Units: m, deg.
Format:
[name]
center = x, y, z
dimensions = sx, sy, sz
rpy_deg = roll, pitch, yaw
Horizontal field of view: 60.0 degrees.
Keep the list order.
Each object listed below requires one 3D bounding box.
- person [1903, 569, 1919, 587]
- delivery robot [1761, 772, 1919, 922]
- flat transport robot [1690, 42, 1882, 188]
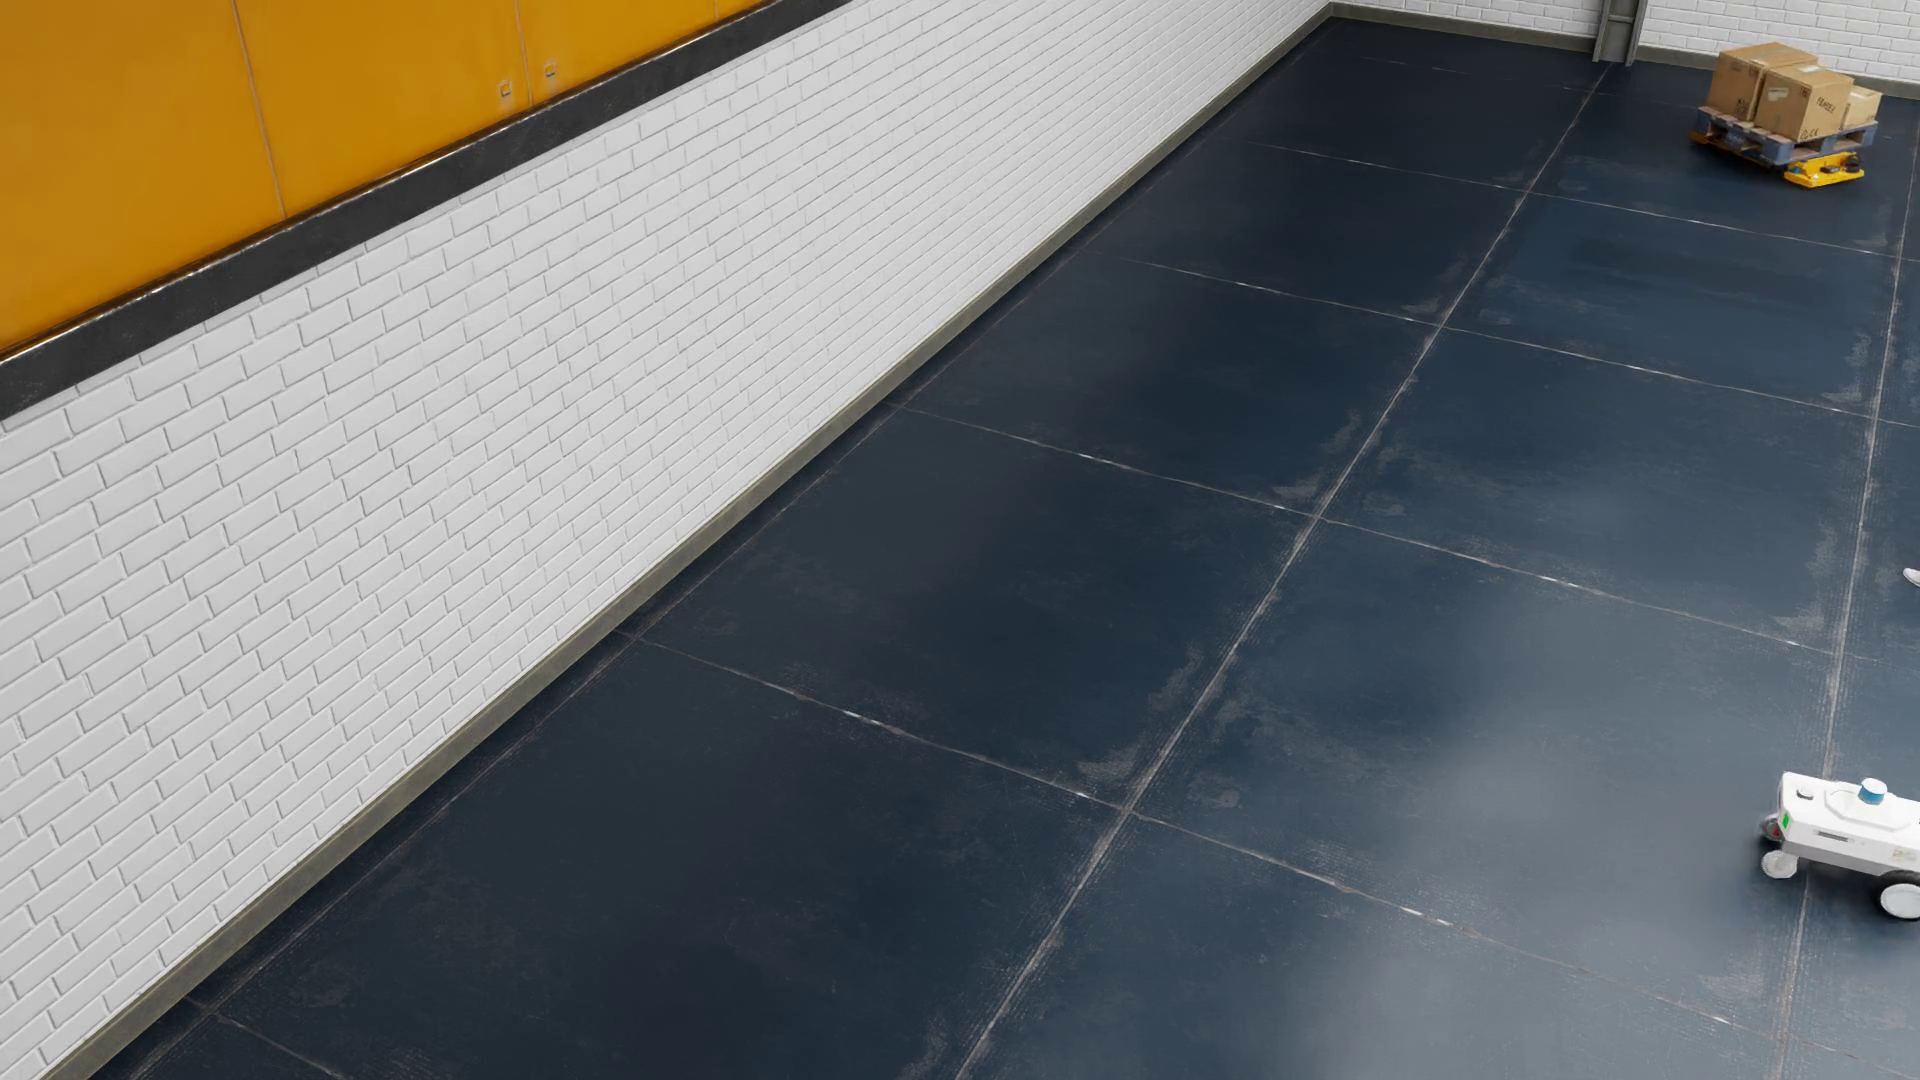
[person]
center = 5.780, -0.473, 9.360
dimensions = 0.488, 1.740, 0.318
rpy_deg = -5, 34, -7
[delivery robot]
center = 4.164, 1.370, 7.697
dimensions = 0.814, 0.611, 0.499
rpy_deg = 13, 36, 18
[flat transport robot]
center = 7.536, -3.615, 15.355
dimensions = 0.659, 0.231, 1.431
rpy_deg = -15, 37, -21
